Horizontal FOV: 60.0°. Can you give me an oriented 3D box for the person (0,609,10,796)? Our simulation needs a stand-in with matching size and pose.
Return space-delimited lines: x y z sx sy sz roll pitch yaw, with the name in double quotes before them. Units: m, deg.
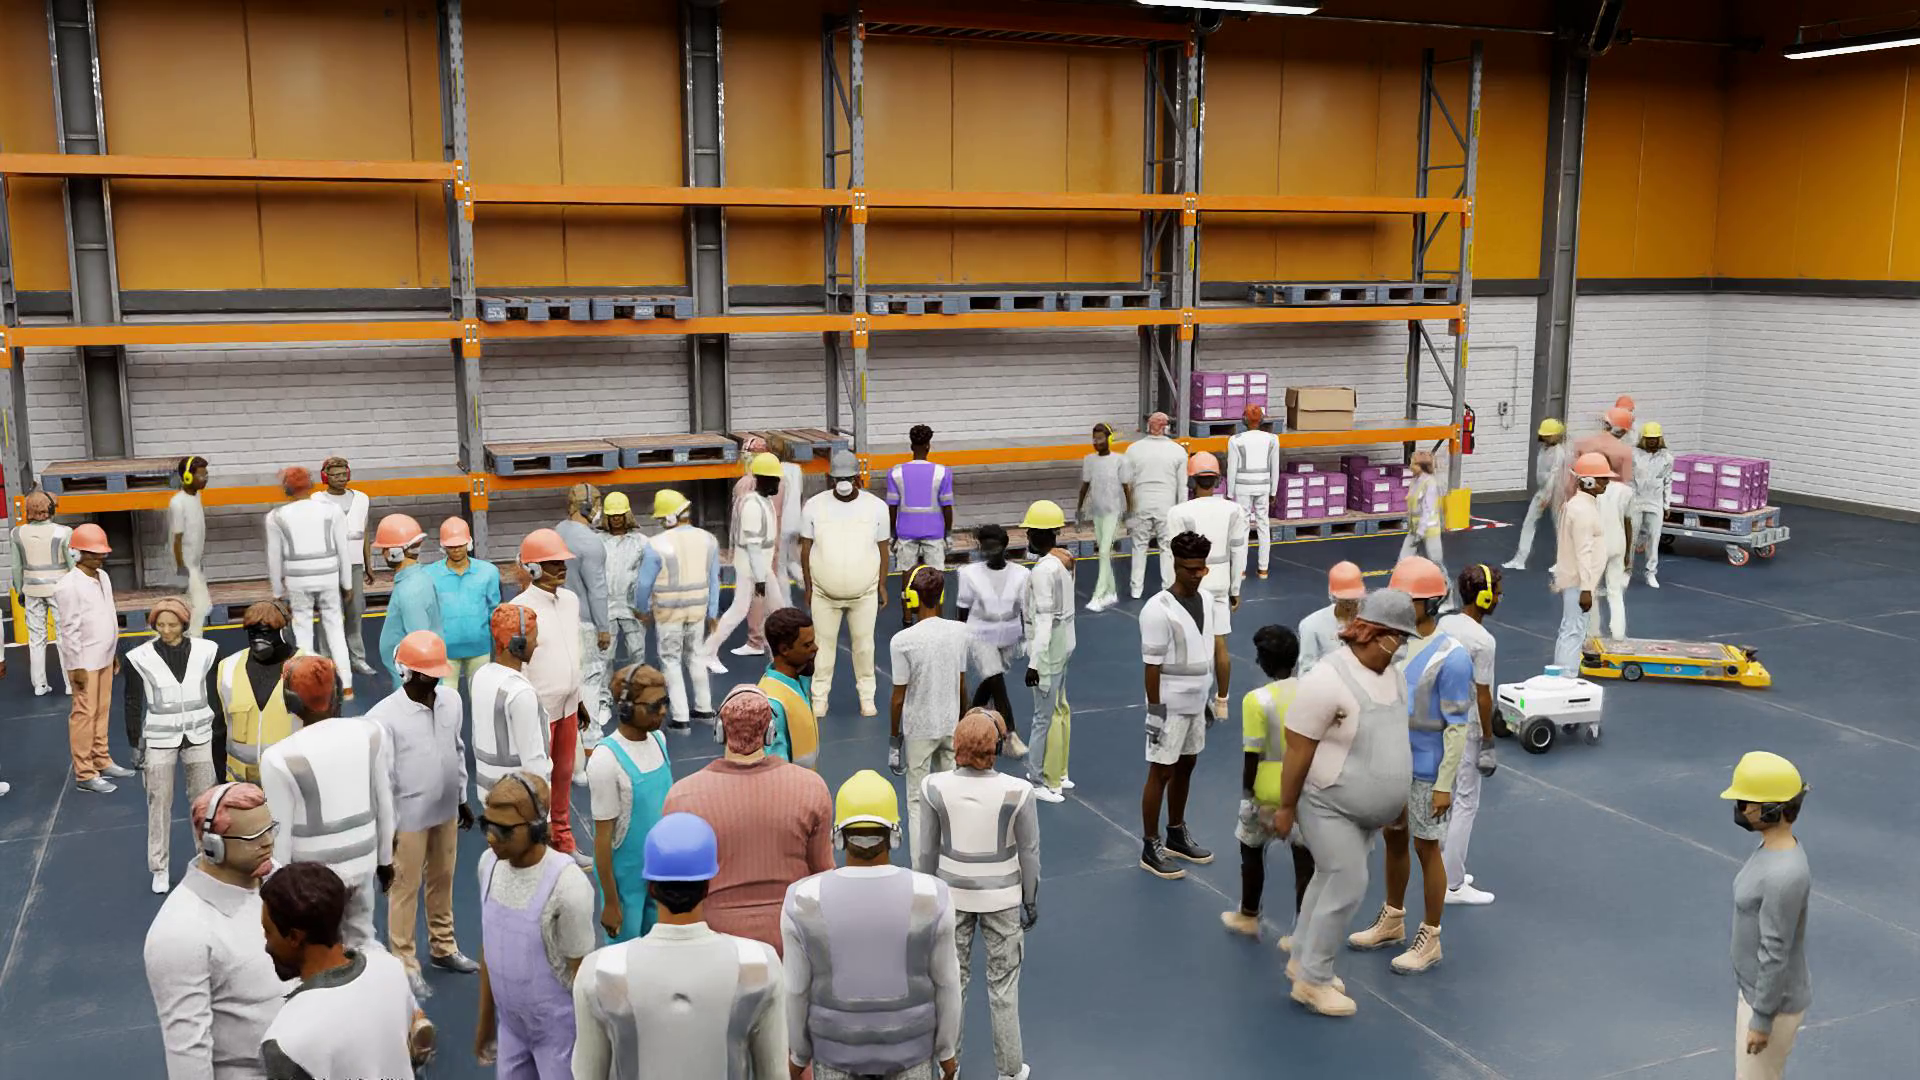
"person" -6.372 0.738 10.512 0.596 1.918 0.379 -4 11 -22

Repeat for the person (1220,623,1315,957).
"person" 1.575 1.239 8.329 0.564 1.654 0.721 -5 11 -26

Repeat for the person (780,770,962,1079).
"person" -0.288 1.655 5.503 0.586 1.824 0.403 0 10 -2

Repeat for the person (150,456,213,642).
"person" -6.433 0.212 13.766 0.543 1.843 0.567 -2 10 -11

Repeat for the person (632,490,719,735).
"person" -2.080 0.518 12.143 0.524 1.793 0.604 10 14 44

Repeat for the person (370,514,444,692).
"person" -3.219 0.831 9.771 0.382 1.988 0.622 -3 10 -15

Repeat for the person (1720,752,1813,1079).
"person" 2.849 1.616 5.941 0.342 1.754 0.531 4 11 22

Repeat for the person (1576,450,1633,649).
"person" 5.557 0.137 14.299 0.541 1.813 0.847 0 10 3

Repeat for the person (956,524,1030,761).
"person" 0.246 0.687 11.583 0.504 1.632 0.808 -3 10 -18

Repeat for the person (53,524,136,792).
"person" -5.658 0.757 10.883 0.334 1.750 0.564 0 10 -2

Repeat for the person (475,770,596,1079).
"person" -1.408 1.642 5.562 0.520 1.837 0.359 7 12 36

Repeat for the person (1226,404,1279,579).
"person" 3.130 -0.515 17.834 0.576 1.883 0.355 -2 10 -9

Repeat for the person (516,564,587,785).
"person" -2.630 0.870 10.674 0.548 1.610 0.494 -8 13 -40

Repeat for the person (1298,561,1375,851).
"person" 2.282 0.955 9.844 0.582 1.708 0.808 0 10 2

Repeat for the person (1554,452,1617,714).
"person" 4.743 0.324 12.672 0.382 1.996 0.608 3 10 15

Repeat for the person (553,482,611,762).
"person" -2.594 0.561 11.490 0.364 1.934 0.636 -8 13 -39

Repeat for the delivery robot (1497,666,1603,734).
"delivery robot" 4.207 1.140 11.854 0.707 0.478 0.477 -3 10 -16

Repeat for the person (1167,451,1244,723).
"person" 1.792 0.358 12.352 0.614 2.039 0.390 -3 10 -17

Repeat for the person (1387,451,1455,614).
"person" 4.431 -0.061 16.059 0.851 1.592 0.515 -2 10 -13

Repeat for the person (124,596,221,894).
"person" -4.304 1.112 9.165 0.523 1.638 0.311 -8 13 -38

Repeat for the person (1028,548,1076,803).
"person" 0.599 0.850 10.687 0.277 1.632 0.509 3 10 17

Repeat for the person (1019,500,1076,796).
"person" 0.552 0.700 10.707 0.366 1.927 0.585 3 10 17

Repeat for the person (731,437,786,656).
"person" -1.785 0.053 14.494 0.409 1.907 0.651 4 11 24

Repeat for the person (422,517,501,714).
"person" -3.347 0.706 11.172 0.573 1.749 0.332 -4 11 -23

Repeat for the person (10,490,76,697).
"person" -7.173 0.429 13.100 0.524 1.638 0.308 0 10 -3

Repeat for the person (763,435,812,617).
"person" -1.594 -0.081 15.512 0.526 1.817 0.548 6 12 32

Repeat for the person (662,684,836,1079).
"person" -0.790 1.479 6.279 0.644 1.908 0.408 -2 10 -14

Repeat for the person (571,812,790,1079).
"person" -0.791 1.730 4.759 0.622 1.933 0.420 -2 10 -14

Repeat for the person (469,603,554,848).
"person" -2.078 1.222 7.813 0.346 1.886 0.584 -8 13 -39

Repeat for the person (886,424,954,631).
"person" -0.358 -0.064 14.997 0.609 1.965 0.369 1 10 5

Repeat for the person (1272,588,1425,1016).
"person" 1.786 1.164 7.707 0.638 2.000 0.700 9 13 41

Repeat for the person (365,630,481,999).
"person" -2.534 1.277 7.906 0.337 1.743 0.566 5 11 27

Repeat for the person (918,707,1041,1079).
"person" 0.080 1.503 6.911 0.517 1.641 0.308 2 10 11

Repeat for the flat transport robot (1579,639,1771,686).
"flat transport robot" 5.876 0.993 13.786 1.431 0.197 0.652 2 10 14

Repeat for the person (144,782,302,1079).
"person" -2.197 1.672 5.170 0.403 1.906 0.651 1 10 4

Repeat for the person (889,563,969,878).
"person" -0.168 1.048 8.915 0.504 1.861 0.328 -7 12 -33

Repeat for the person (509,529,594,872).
"person" -2.272 0.925 9.211 0.375 1.997 0.612 4 11 21

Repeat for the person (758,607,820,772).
"person" -0.804 1.246 7.586 0.390 1.920 0.587 0 10 -1

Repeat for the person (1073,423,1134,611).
"person" 1.347 -0.216 16.241 0.574 1.833 0.859 7 12 36

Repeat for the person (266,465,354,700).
"person" -5.020 0.348 12.888 0.592 1.879 0.378 -5 11 -24

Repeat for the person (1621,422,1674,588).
"person" 7.177 -0.368 17.387 0.483 1.745 0.301 2 10 14

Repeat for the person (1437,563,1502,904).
"person" 2.729 1.041 8.960 0.345 1.857 0.515 -2 10 -13

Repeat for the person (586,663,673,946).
"person" -1.337 1.406 6.873 0.332 1.844 0.508 3 10 18

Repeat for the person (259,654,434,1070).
"person" -2.561 1.392 6.917 0.665 1.864 0.588 7 12 35

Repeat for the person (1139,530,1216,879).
"person" 1.247 0.908 9.400 0.366 1.963 0.610 9 13 41

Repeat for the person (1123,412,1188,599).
"person" 1.974 -0.339 16.801 0.650 1.899 0.399 2 10 11

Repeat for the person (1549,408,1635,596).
"person" 6.478 -0.387 16.932 0.443 1.941 0.761 -9 14 -43

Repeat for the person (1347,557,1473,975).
"person" 2.199 1.089 8.132 0.374 2.044 0.607 -5 11 -25

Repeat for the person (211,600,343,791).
"person" -3.319 1.196 8.097 0.626 1.844 0.429 0 10 -2

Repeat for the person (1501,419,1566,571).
"person" 6.348 -0.475 18.132 0.855 1.692 0.498 -2 10 -12

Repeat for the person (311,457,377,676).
"person" -5.083 0.232 13.639 0.390 1.846 0.565 8 13 38

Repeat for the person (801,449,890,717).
"person" -0.861 0.330 12.515 0.673 2.000 0.536 -1 10 -3

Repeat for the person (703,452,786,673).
"person" -1.747 0.203 13.732 0.973 1.882 0.599 2 10 10

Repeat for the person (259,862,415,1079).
"person" -1.652 1.794 4.500 0.459 1.893 0.666 1 10 8

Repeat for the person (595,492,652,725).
"person" -2.522 0.507 12.353 0.487 1.744 0.294 -2 10 -12
